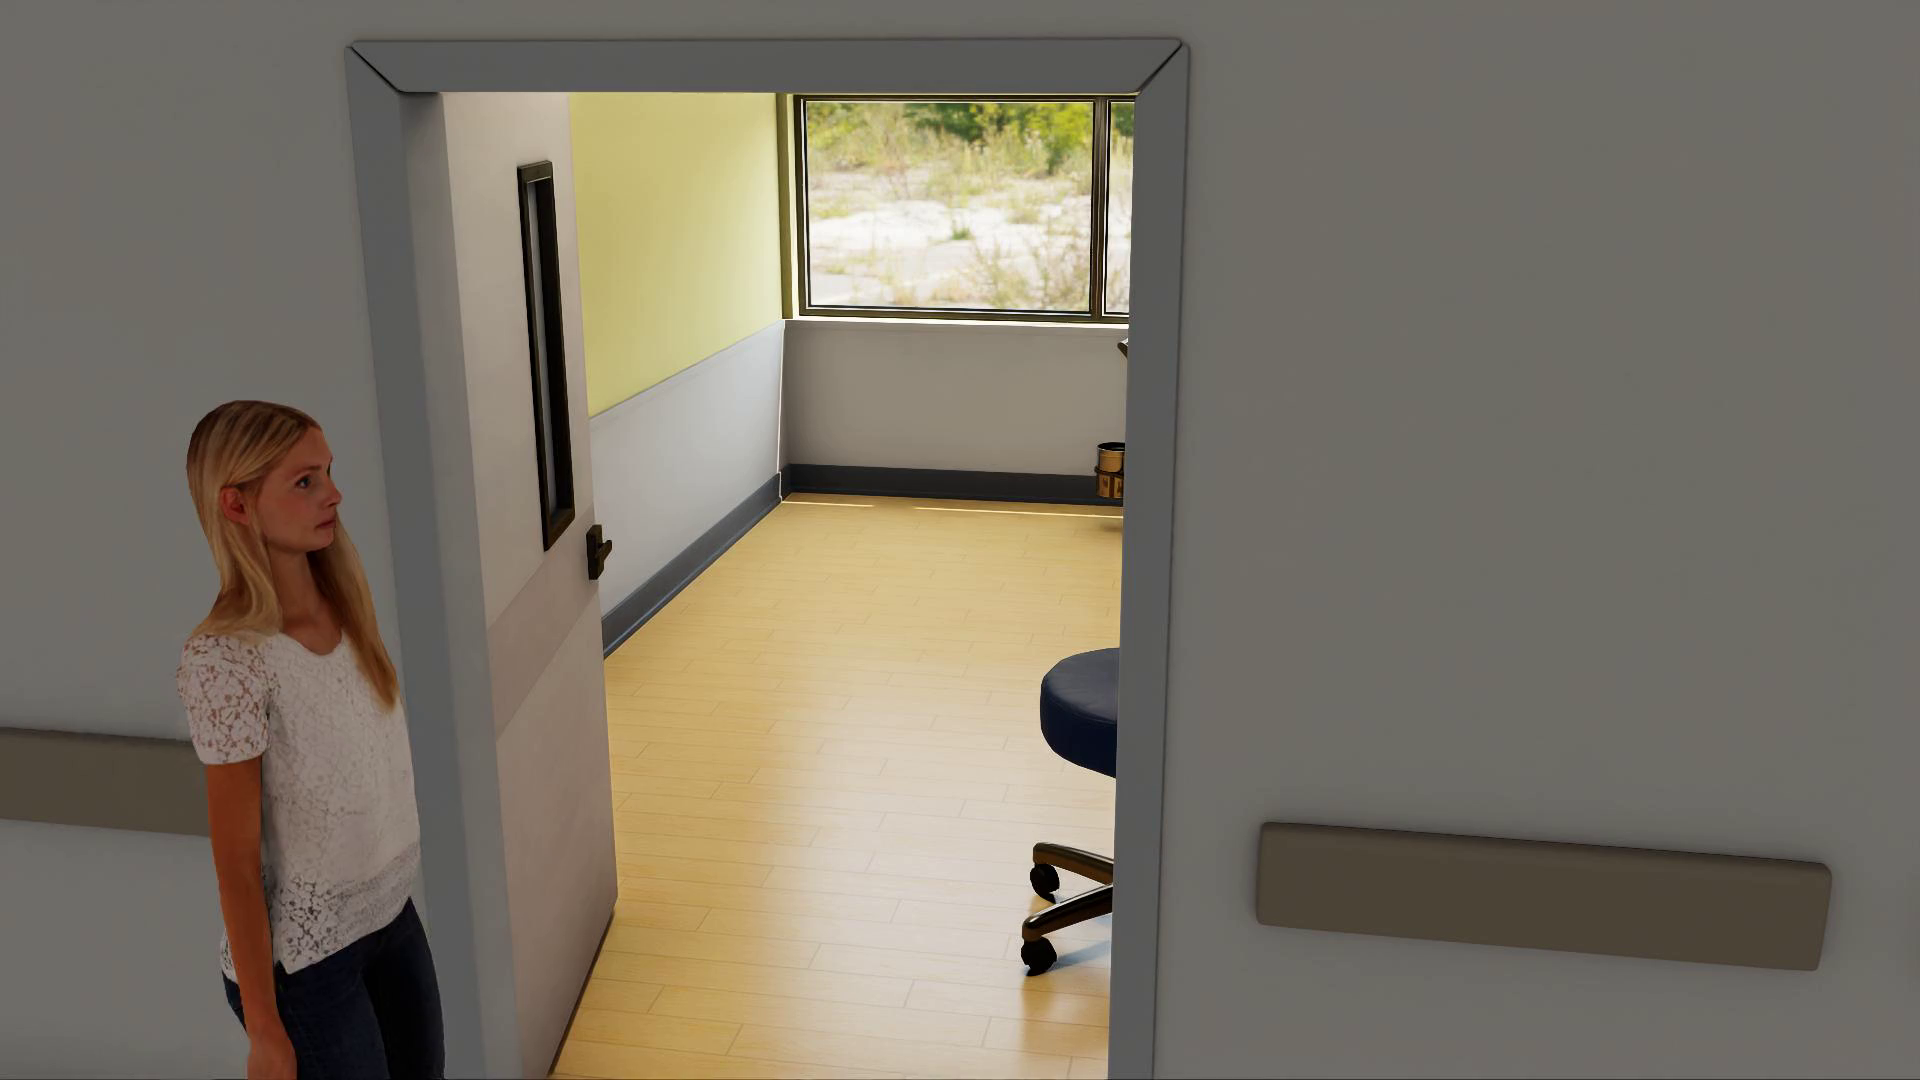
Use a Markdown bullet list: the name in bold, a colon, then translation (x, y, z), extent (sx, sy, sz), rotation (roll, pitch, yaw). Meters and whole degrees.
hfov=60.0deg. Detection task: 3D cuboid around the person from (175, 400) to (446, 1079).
- **person**: translation (-1.078, 0.664, 2.636), extent (0.926, 1.799, 0.652), rotation (2, 16, 6)
